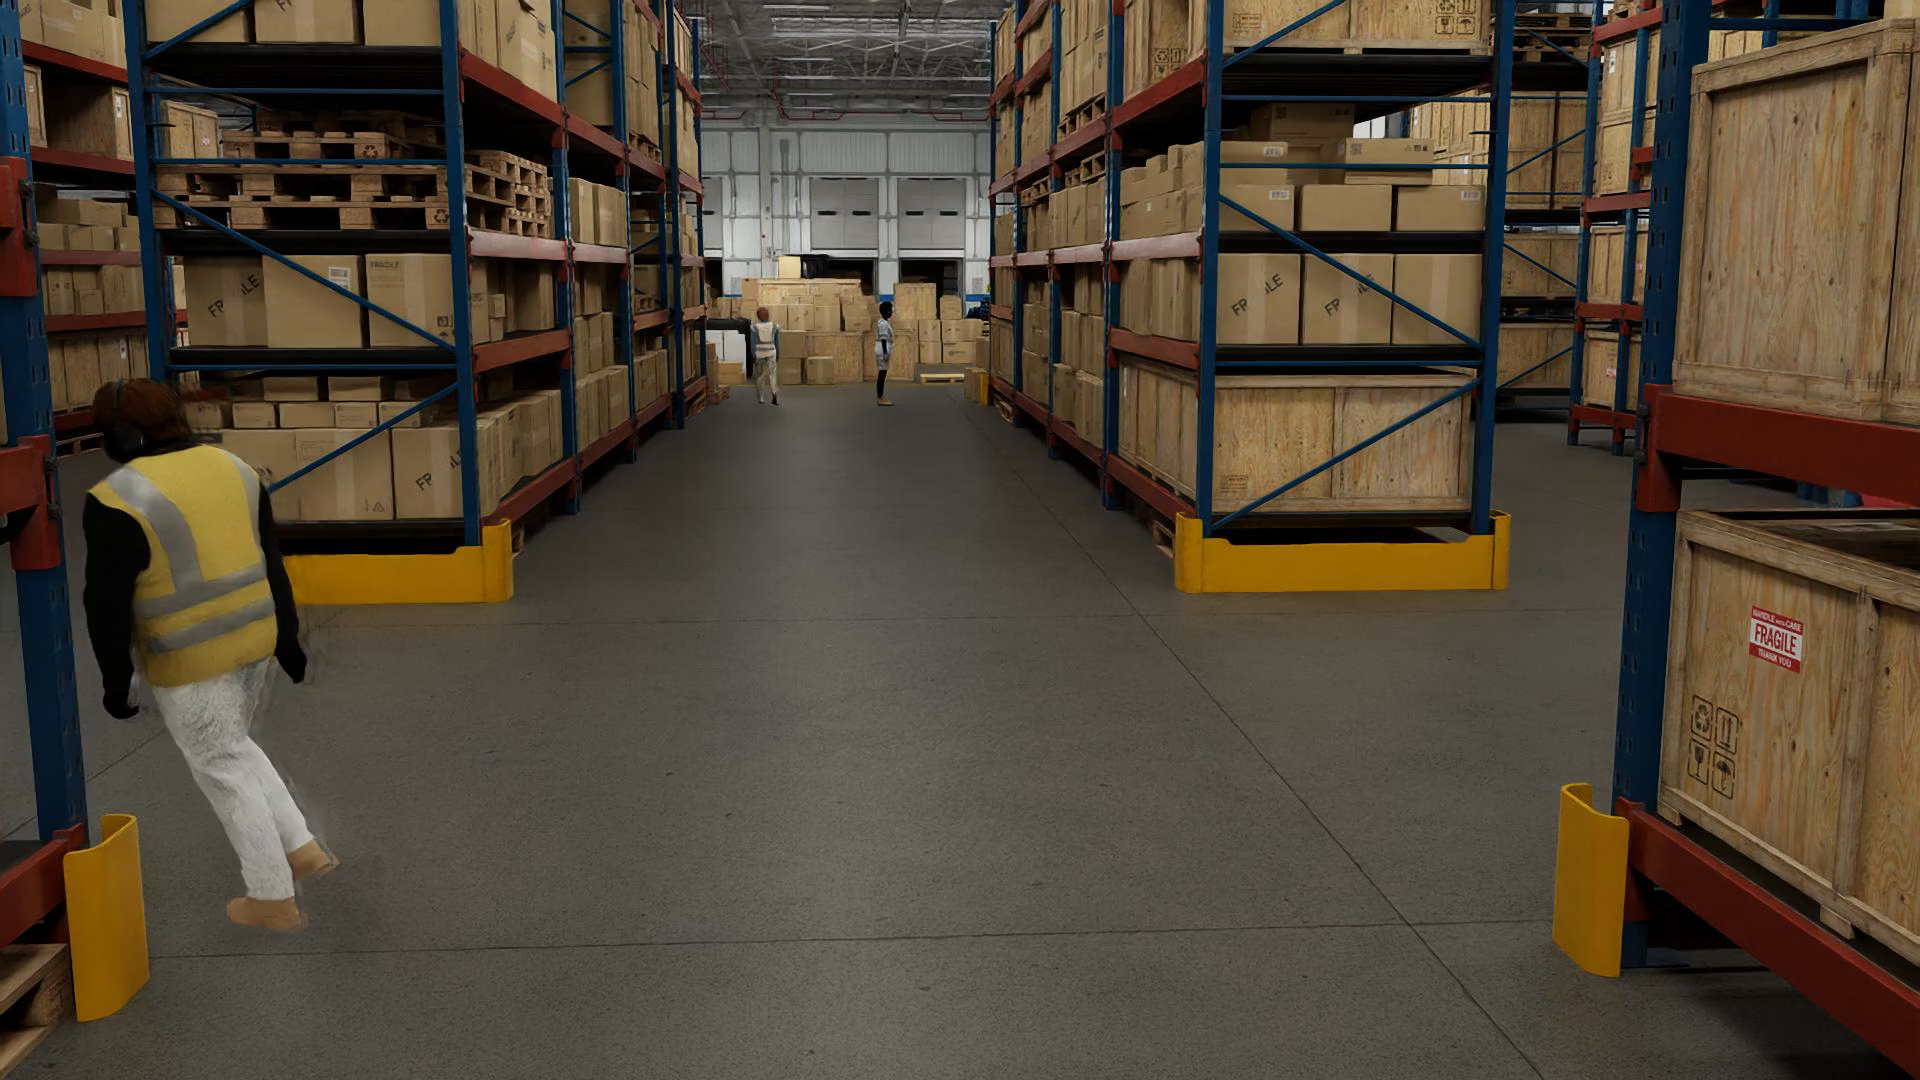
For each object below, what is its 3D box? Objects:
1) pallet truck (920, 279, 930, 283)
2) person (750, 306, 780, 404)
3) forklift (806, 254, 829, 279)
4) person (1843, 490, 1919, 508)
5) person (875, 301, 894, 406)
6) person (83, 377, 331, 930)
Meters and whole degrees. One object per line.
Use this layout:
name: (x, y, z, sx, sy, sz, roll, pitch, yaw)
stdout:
pallet truck: (-0.932, -8.922, 63.114, 1.885, 1.965, 0.823, 2, 9, 13)
person: (-3.180, -3.023, 27.289, 0.502, 1.614, 0.761, -2, 9, -13)
forklift: (-4.808, -8.280, 56.322, 1.873, 2.768, 1.129, -8, 12, -41)
person: (5.014, -0.169, 8.704, 0.564, 1.824, 0.630, -3, 10, -19)
person: (-1.225, -3.026, 27.030, 0.320, 1.697, 0.537, 0, 9, -2)
person: (-2.412, 0.388, 5.282, 0.567, 1.800, 0.642, 2, 9, 15)
